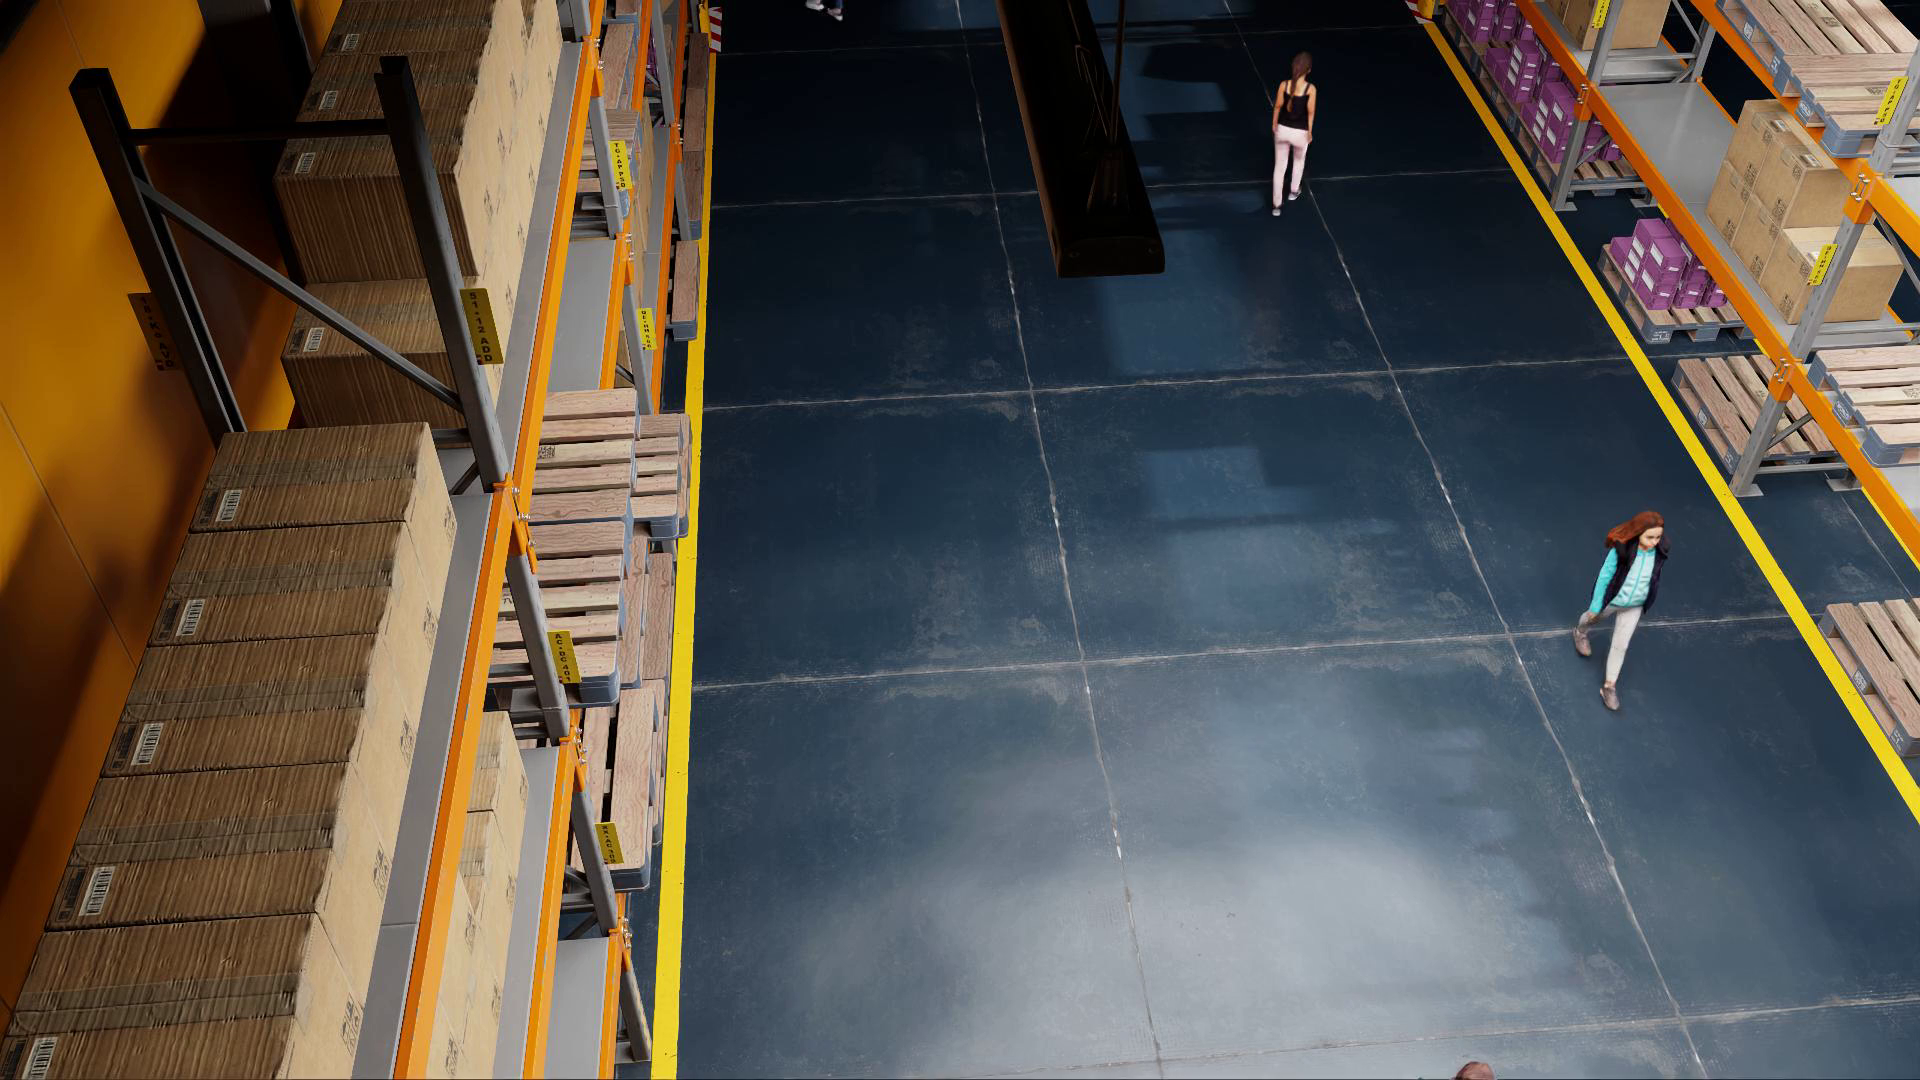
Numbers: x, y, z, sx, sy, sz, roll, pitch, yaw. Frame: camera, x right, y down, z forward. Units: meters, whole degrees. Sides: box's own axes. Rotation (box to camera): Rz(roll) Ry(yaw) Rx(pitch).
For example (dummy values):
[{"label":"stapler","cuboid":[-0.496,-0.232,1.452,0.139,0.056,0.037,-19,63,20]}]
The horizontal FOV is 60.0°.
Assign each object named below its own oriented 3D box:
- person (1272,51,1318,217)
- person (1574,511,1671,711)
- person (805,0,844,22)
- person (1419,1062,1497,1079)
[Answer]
[{"label":"person","cuboid":[2.981,-3.632,14.998,0.708,1.553,0.853,13,45,13]},{"label":"person","cuboid":[4.297,0.330,10.903,0.614,1.464,0.993,-1,44,-1]},{"label":"person","cuboid":[-1.337,-6.419,17.772,0.772,1.762,0.857,-27,50,-26]},{"label":"person","cuboid":[2.243,2.973,7.856,0.717,1.841,0.698,12,45,12]}]
